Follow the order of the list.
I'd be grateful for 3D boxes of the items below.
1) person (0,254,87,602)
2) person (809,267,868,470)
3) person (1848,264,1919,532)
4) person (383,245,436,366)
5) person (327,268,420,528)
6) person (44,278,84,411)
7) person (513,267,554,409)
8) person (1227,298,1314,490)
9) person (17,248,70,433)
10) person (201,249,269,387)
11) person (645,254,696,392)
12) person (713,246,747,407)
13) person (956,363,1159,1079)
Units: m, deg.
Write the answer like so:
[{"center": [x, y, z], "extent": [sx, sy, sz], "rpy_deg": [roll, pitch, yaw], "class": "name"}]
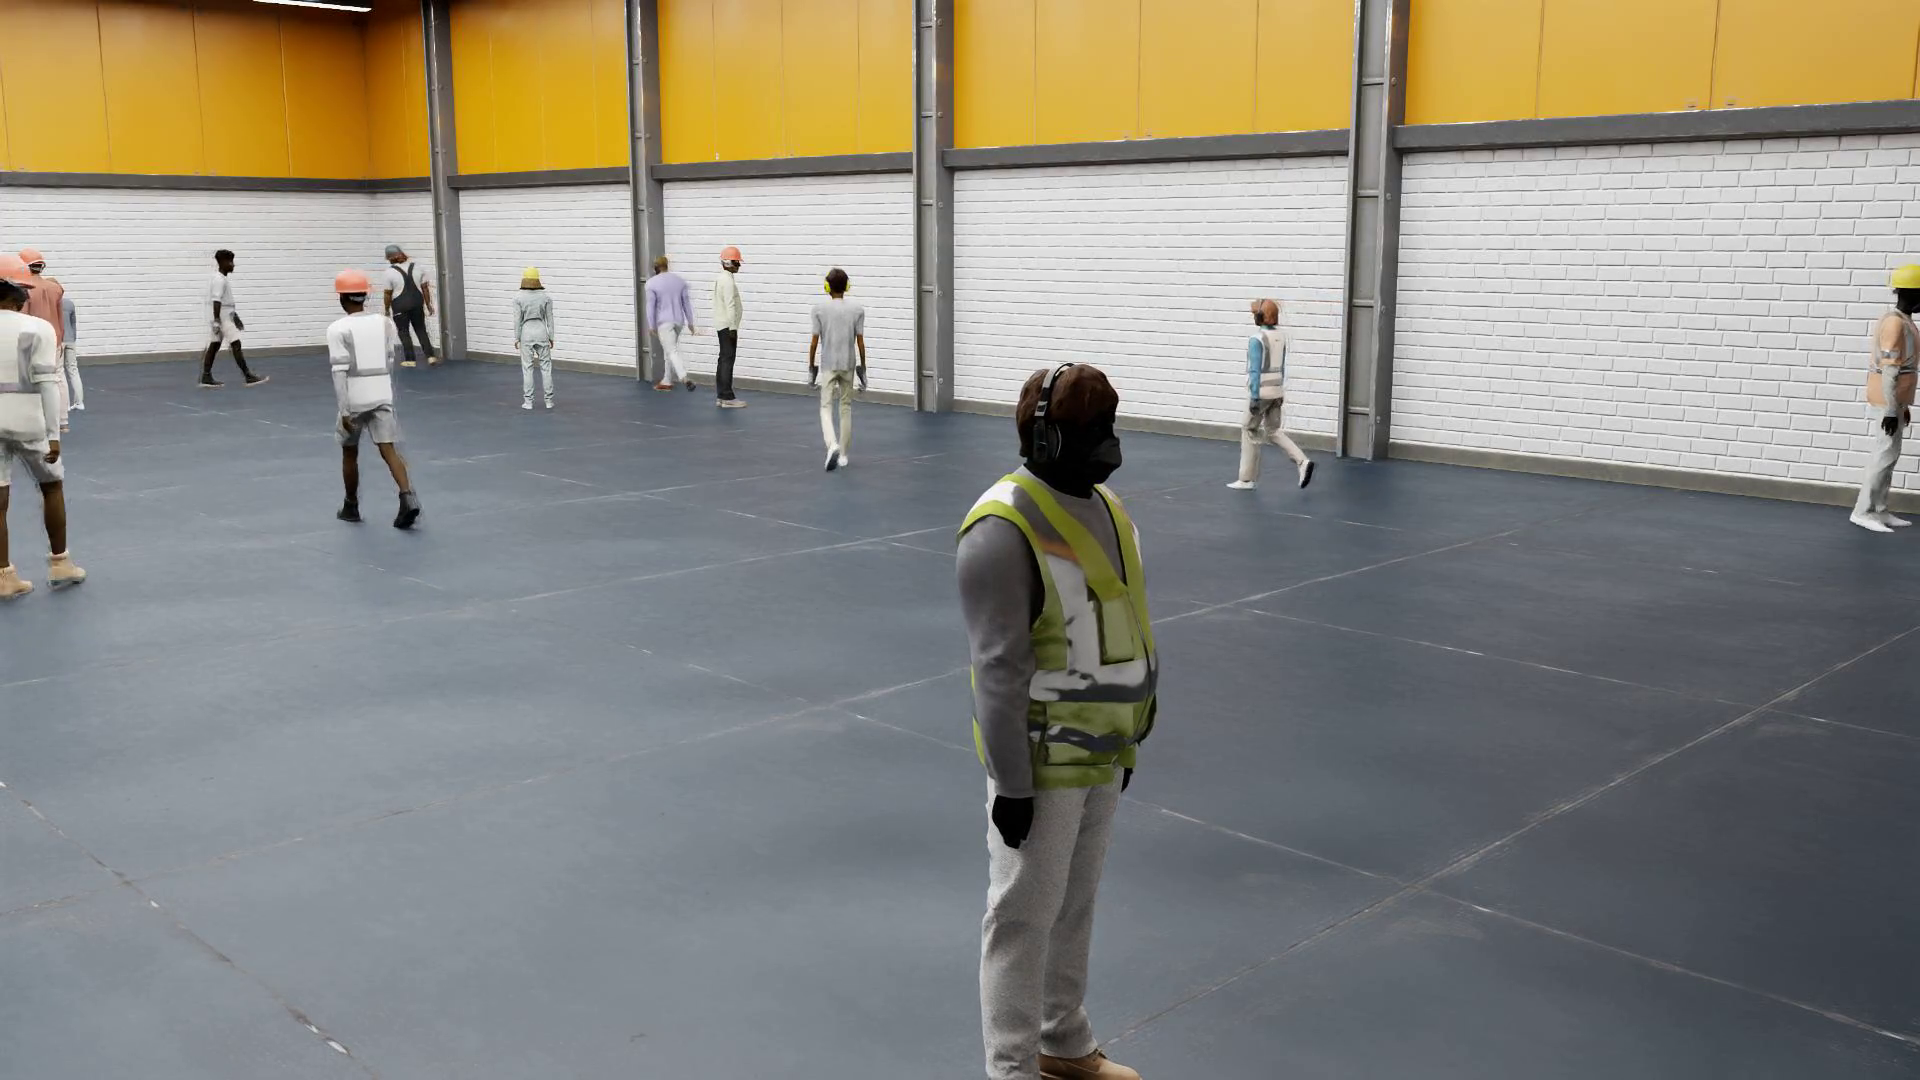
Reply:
[{"center": [-5.597, -0.673, 9.886], "extent": [0.622, 2.012, 0.774], "rpy_deg": [-1, 10, -7], "class": "person"}, {"center": [-1.111, -1.563, 15.195], "extent": [0.546, 1.850, 0.764], "rpy_deg": [-2, 11, -12], "class": "person"}, {"center": [6.791, -1.030, 12.100], "extent": [0.448, 1.932, 0.656], "rpy_deg": [7, 12, 32], "class": "person"}, {"center": [-9.016, -3.837, 27.067], "extent": [0.806, 2.000, 0.537], "rpy_deg": [-9, 14, -41], "class": "person"}, {"center": [-4.323, -1.030, 12.167], "extent": [0.956, 1.908, 0.540], "rpy_deg": [10, 14, 43], "class": "person"}, {"center": [-10.956, -2.373, 20.239], "extent": [0.310, 1.624, 0.491], "rpy_deg": [4, 11, 23], "class": "person"}, {"center": [-5.269, -2.495, 20.565], "extent": [0.494, 1.741, 0.314], "rpy_deg": [-4, 11, -23], "class": "person"}, {"center": [2.590, -1.194, 13.823], "extent": [0.668, 1.620, 0.523], "rpy_deg": [9, 13, 39], "class": "person"}, {"center": [-9.842, -2.111, 17.780], "extent": [0.379, 1.995, 0.611], "rpy_deg": [3, 11, 16], "class": "person"}, {"center": [-10.291, -3.114, 23.429], "extent": [0.966, 1.919, 0.623], "rpy_deg": [-5, 12, -25], "class": "person"}, {"center": [-3.895, -2.930, 22.569], "extent": [0.908, 1.893, 0.663], "rpy_deg": [10, 14, 42], "class": "person"}, {"center": [-2.867, -2.649, 20.718], "extent": [0.394, 1.990, 0.618], "rpy_deg": [-3, 11, -18], "class": "person"}, {"center": [0.249, 0.507, 3.926], "extent": [0.429, 1.845, 0.621], "rpy_deg": [6, 12, 28], "class": "person"}]
